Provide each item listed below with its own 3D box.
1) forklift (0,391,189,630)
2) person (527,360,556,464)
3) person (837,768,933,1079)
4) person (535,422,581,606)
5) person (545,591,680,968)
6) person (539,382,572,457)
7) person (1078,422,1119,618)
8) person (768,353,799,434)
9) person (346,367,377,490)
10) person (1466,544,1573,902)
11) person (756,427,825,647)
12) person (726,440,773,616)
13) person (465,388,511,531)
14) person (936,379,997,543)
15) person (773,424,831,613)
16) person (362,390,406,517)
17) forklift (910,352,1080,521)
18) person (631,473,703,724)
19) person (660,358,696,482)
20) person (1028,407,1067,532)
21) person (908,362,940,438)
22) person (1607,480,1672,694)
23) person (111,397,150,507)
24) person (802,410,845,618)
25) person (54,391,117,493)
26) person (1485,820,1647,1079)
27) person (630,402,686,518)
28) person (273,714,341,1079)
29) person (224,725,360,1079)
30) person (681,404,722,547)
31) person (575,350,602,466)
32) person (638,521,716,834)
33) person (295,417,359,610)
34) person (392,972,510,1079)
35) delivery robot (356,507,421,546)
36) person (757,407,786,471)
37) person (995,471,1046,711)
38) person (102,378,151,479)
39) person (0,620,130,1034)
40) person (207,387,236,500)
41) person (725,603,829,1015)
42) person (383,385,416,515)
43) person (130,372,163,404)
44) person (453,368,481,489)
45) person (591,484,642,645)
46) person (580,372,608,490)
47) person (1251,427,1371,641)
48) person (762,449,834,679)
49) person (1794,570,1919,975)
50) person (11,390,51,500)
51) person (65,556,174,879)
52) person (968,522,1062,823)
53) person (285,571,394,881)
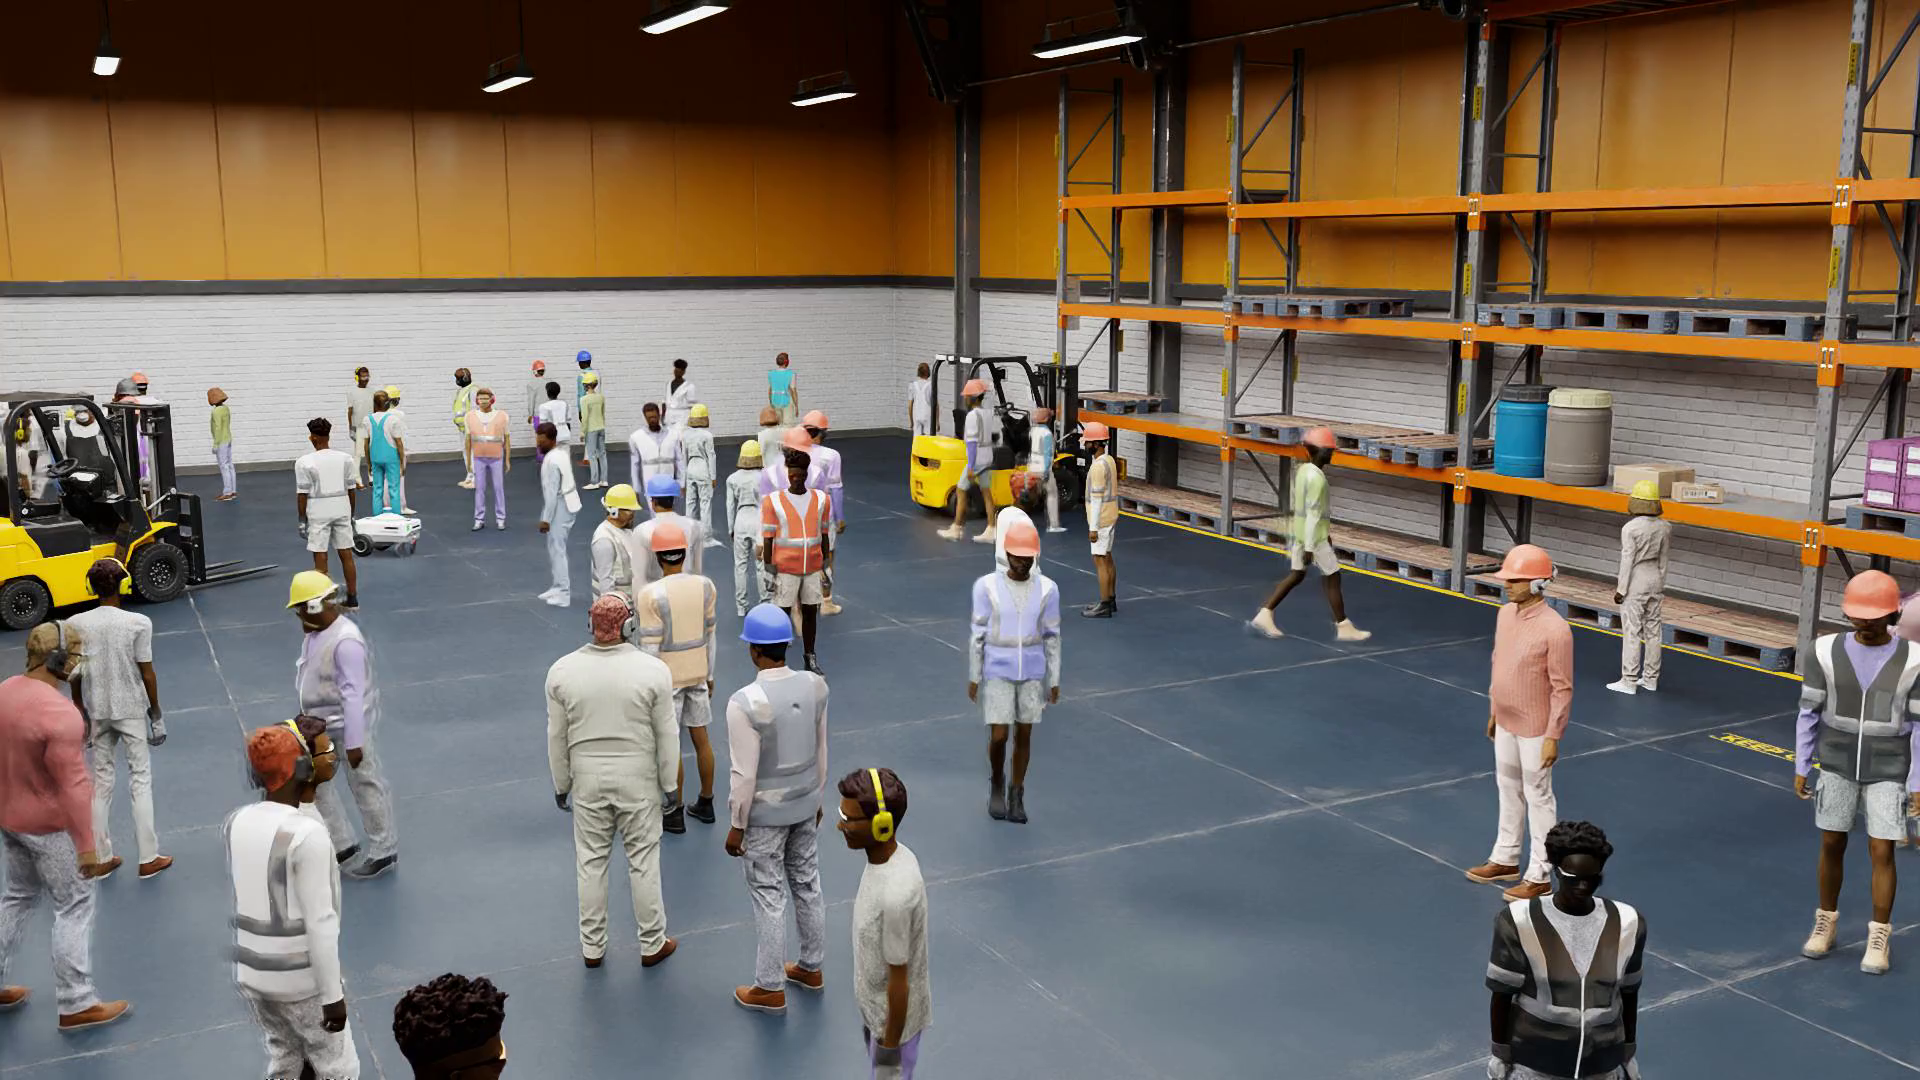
[{"bbox_3d":[-9.026,-0.363,16.508,1.214,2.155,2.313,6,11,29],"label":"forklift"},{"bbox_3d":[-7.083,-2.160,28.120,0.338,1.752,0.565,9,13,40],"label":"person"},{"bbox_3d":[-0.260,1.679,5.722,0.325,1.861,0.514,-1,10,-7],"label":"person"},{"bbox_3d":[-4.082,-0.266,16.884,0.468,1.881,0.630,-1,10,-8],"label":"person"},{"bbox_3d":[-1.720,1.199,8.346,0.646,1.907,0.401,0,10,1],"label":"person"},{"bbox_3d":[-5.938,-1.482,24.450,0.353,1.675,0.538,9,13,42],"label":"person"},{"bbox_3d":[1.352,-0.200,16.355,0.399,1.928,0.542,3,10,16],"label":"person"},{"bbox_3d":[-3.044,-2.295,28.626,0.566,1.850,0.389,5,11,25],"label":"person"},{"bbox_3d":[-9.001,-1.692,25.140,0.322,1.860,0.516,8,13,40],"label":"person"},{"bbox_3d":[3.110,1.007,9.199,0.395,1.994,0.613,-3,10,-16],"label":"person"},{"bbox_3d":[-1.536,-0.021,15.062,0.674,2.018,0.433,-2,10,-13],"label":"person"},{"bbox_3d":[-2.045,-0.115,16.378,0.486,1.744,0.310,2,10,12],"label":"person"},{"bbox_3d":[-6.062,-1.040,21.411,0.564,1.846,0.391,-1,10,-6],"label":"person"},{"bbox_3d":[0.085,-0.966,20.486,0.884,2.014,0.637,5,11,28],"label":"person"},{"bbox_3d":[-1.539,-0.219,16.557,0.652,1.897,0.397,-4,11,-20],"label":"person"},{"bbox_3d":[-7.248,-0.965,20.980,0.504,1.847,0.345,1,10,5],"label":"person"},{"bbox_3d":[0.460,-1.461,22.833,2.313,2.155,1.214,-5,11,-28],"label":"forklift"},{"bbox_3d":[-2.205,0.454,12.557,0.620,1.932,0.431,-7,12,-34],"label":"person"},{"bbox_3d":[-4.406,-1.888,26.068,0.618,1.923,0.860,7,12,34],"label":"person"},{"bbox_3d":[0.976,-0.892,21.228,0.673,1.609,0.528,-5,11,-25],"label":"person"},{"bbox_3d":[-0.559,-1.872,26.208,0.515,1.842,0.328,3,10,18],"label":"person"},{"bbox_3d":[5.530,0.379,13.537,0.493,1.743,0.295,-4,11,-24],"label":"person"},{"bbox_3d":[-9.494,-0.685,19.129,0.383,1.933,0.542,1,10,8],"label":"person"},{"bbox_3d":[-1.416,-0.258,16.382,0.612,2.038,0.405,5,11,27],"label":"person"},{"bbox_3d":[-9.825,-0.682,18.789,0.681,2.000,0.535,-5,11,-25],"label":"person"},{"bbox_3d":[2.060,1.766,5.682,0.542,1.697,0.316,0,10,1],"label":"person"},{"bbox_3d":[-3.494,-0.666,19.197,0.599,1.876,0.946,-6,12,-31],"label":"person"},{"bbox_3d":[-2.445,1.571,6.299,0.328,1.876,0.514,-6,12,-33],"label":"person"},{"bbox_3d":[-2.449,1.607,6.142,0.596,1.876,0.402,7,12,37],"label":"person"},{"bbox_3d":[-3.155,-0.785,20.242,0.487,1.744,0.296,5,11,28],"label":"person"},{"bbox_3d":[-6.216,-2.200,27.829,0.416,1.939,0.604,4,10,20],"label":"person"},{"bbox_3d":[-1.764,0.846,10.304,0.548,1.931,0.379,-9,14,-43],"label":"person"},{"bbox_3d":[-6.274,-0.239,16.496,0.386,1.957,0.604,9,13,43],"label":"person"},{"bbox_3d":[-1.204,1.954,3.889,0.396,1.953,0.619,-5,11,-25],"label":"person"},{"bbox_3d":[-6.761,-0.141,19.680,0.707,0.478,0.477,2,10,10],"label":"delivery robot"},{"bbox_3d":[-2.355,-0.881,21.142,0.516,1.614,0.539,8,13,40],"label":"person"},{"bbox_3d":[0.456,0.399,13.017,0.337,1.882,0.585,-3,10,-19],"label":"person"},{"bbox_3d":[-10.281,-1.006,20.653,0.536,2.000,0.684,6,11,29],"label":"person"},{"bbox_3d":[-4.257,1.323,7.614,0.800,1.916,0.541,7,12,33],"label":"person"},{"bbox_3d":[-10.675,-1.389,24.032,0.284,1.633,0.498,-1,10,-5],"label":"person"},{"bbox_3d":[-0.874,1.260,7.874,0.404,1.945,0.615,8,13,38],"label":"person"},{"bbox_3d":[-7.708,-1.218,22.663,0.525,1.769,0.321,5,11,25],"label":"person"},{"bbox_3d":[-11.199,-1.334,22.862,0.365,1.932,0.543,9,13,42],"label":"person"},{"bbox_3d":[-7.480,-1.704,25.297,0.429,1.830,0.636,-8,12,-38],"label":"person"},{"bbox_3d":[-2.619,0.468,12.813,0.403,1.821,0.602,1,10,5],"label":"person"},{"bbox_3d":[-5.548,-1.641,25.101,0.328,1.769,0.526,5,11,27],"label":"person"},{"bbox_3d":[3.230,-0.053,15.319,1.057,1.991,0.605,-1,10,-4],"label":"person"},{"bbox_3d":[-1.346,0.216,13.833,0.614,1.962,0.362,-5,11,-25],"label":"person"},{"bbox_3d":[4.501,1.145,8.323,0.612,2.029,0.410,7,12,37],"label":"person"},{"bbox_3d":[-11.124,-0.833,19.946,0.535,1.933,0.675,-8,12,-38],"label":"person"},{"bbox_3d":[-4.834,1.020,9.537,0.509,1.858,0.342,0,10,2],"label":"person"},{"bbox_3d":[0.354,0.835,10.387,0.585,1.922,0.407,-2,10,-11],"label":"person"},{"bbox_3d":[-3.545,1.065,9.445,0.586,1.785,0.680,-9,13,-42],"label":"person"}]
